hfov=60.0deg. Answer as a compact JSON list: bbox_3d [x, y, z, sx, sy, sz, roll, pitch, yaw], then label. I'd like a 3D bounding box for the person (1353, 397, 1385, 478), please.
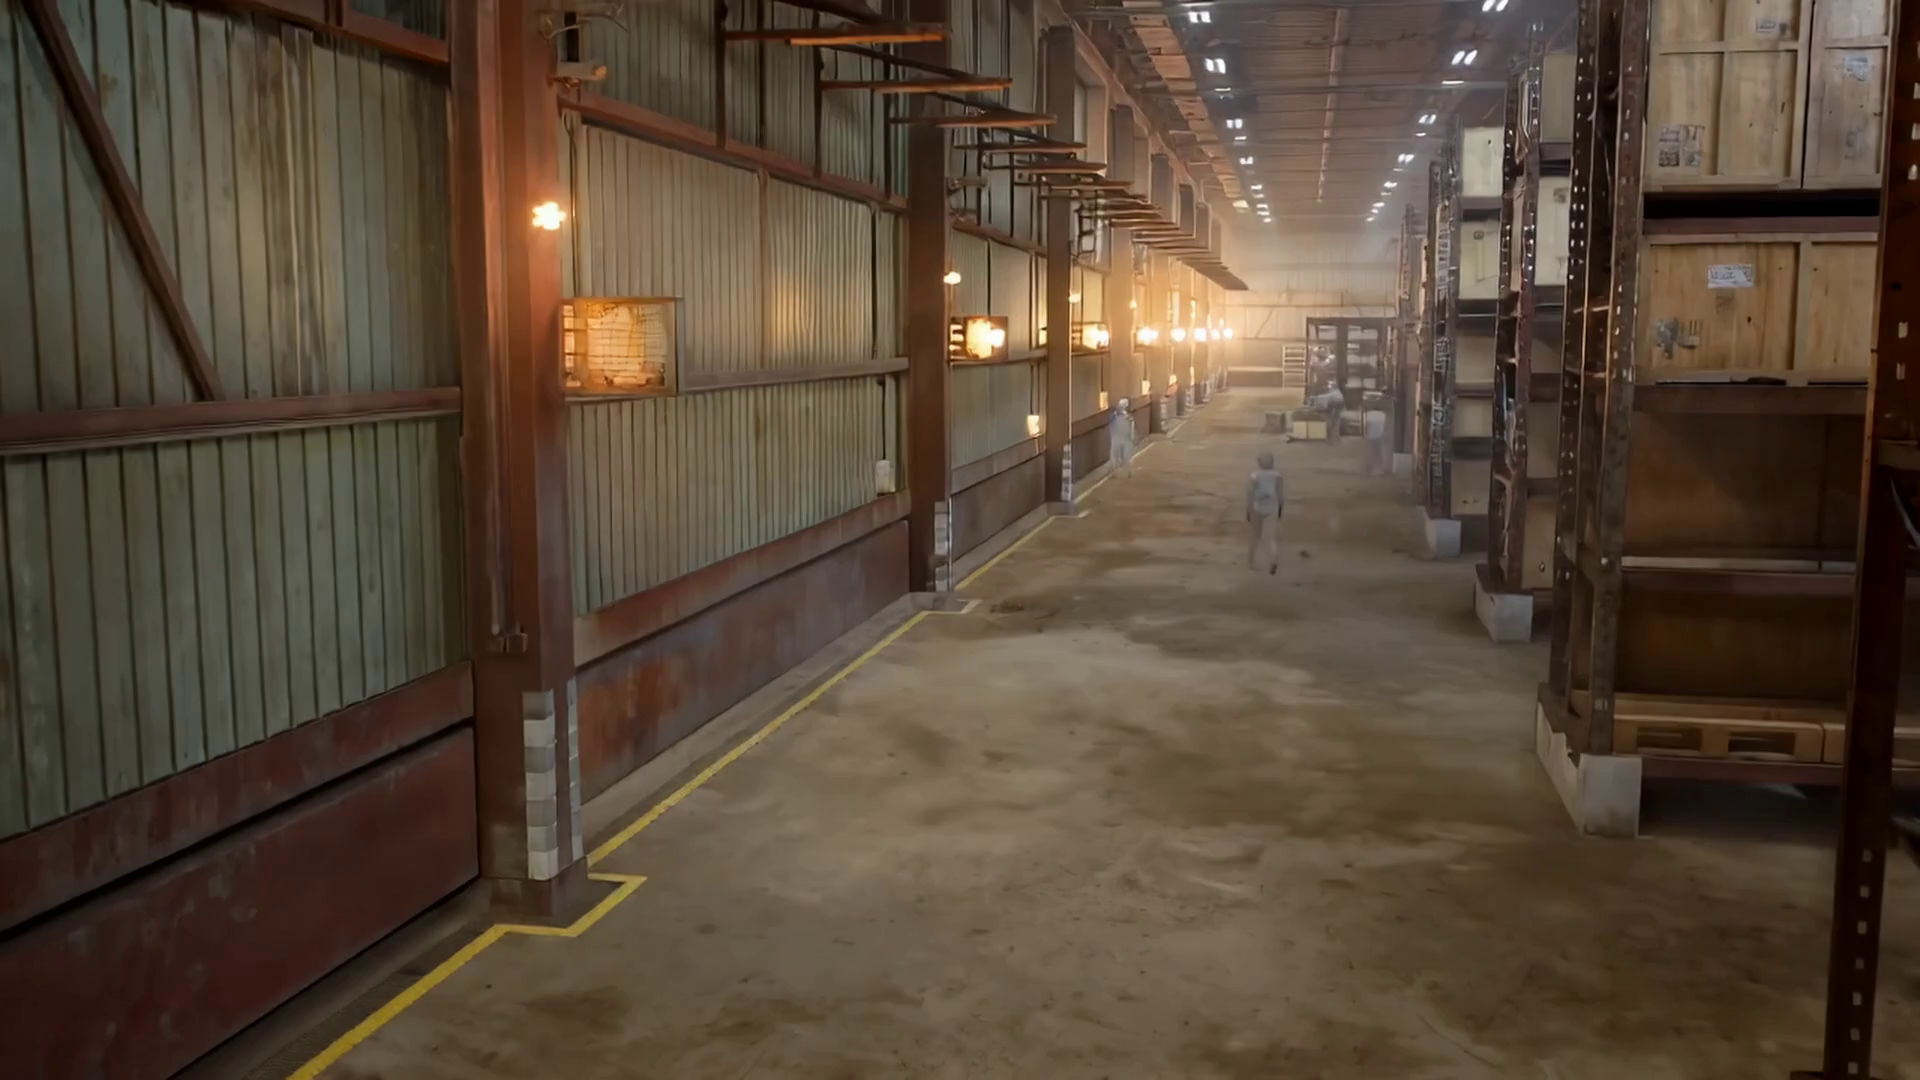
[{"bbox_3d":[8.833,-2.201,35.667,0.549,1.710,0.835,-4,8,-32],"label":"person"}]

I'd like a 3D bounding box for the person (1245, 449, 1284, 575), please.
[{"bbox_3d":[3.905,-0.362,21.286,0.519,1.609,0.764,0,7,-3],"label":"person"}]

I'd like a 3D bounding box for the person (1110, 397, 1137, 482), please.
[{"bbox_3d":[3.388,-2.086,34.545,0.569,1.755,0.320,1,7,9],"label":"person"}]
